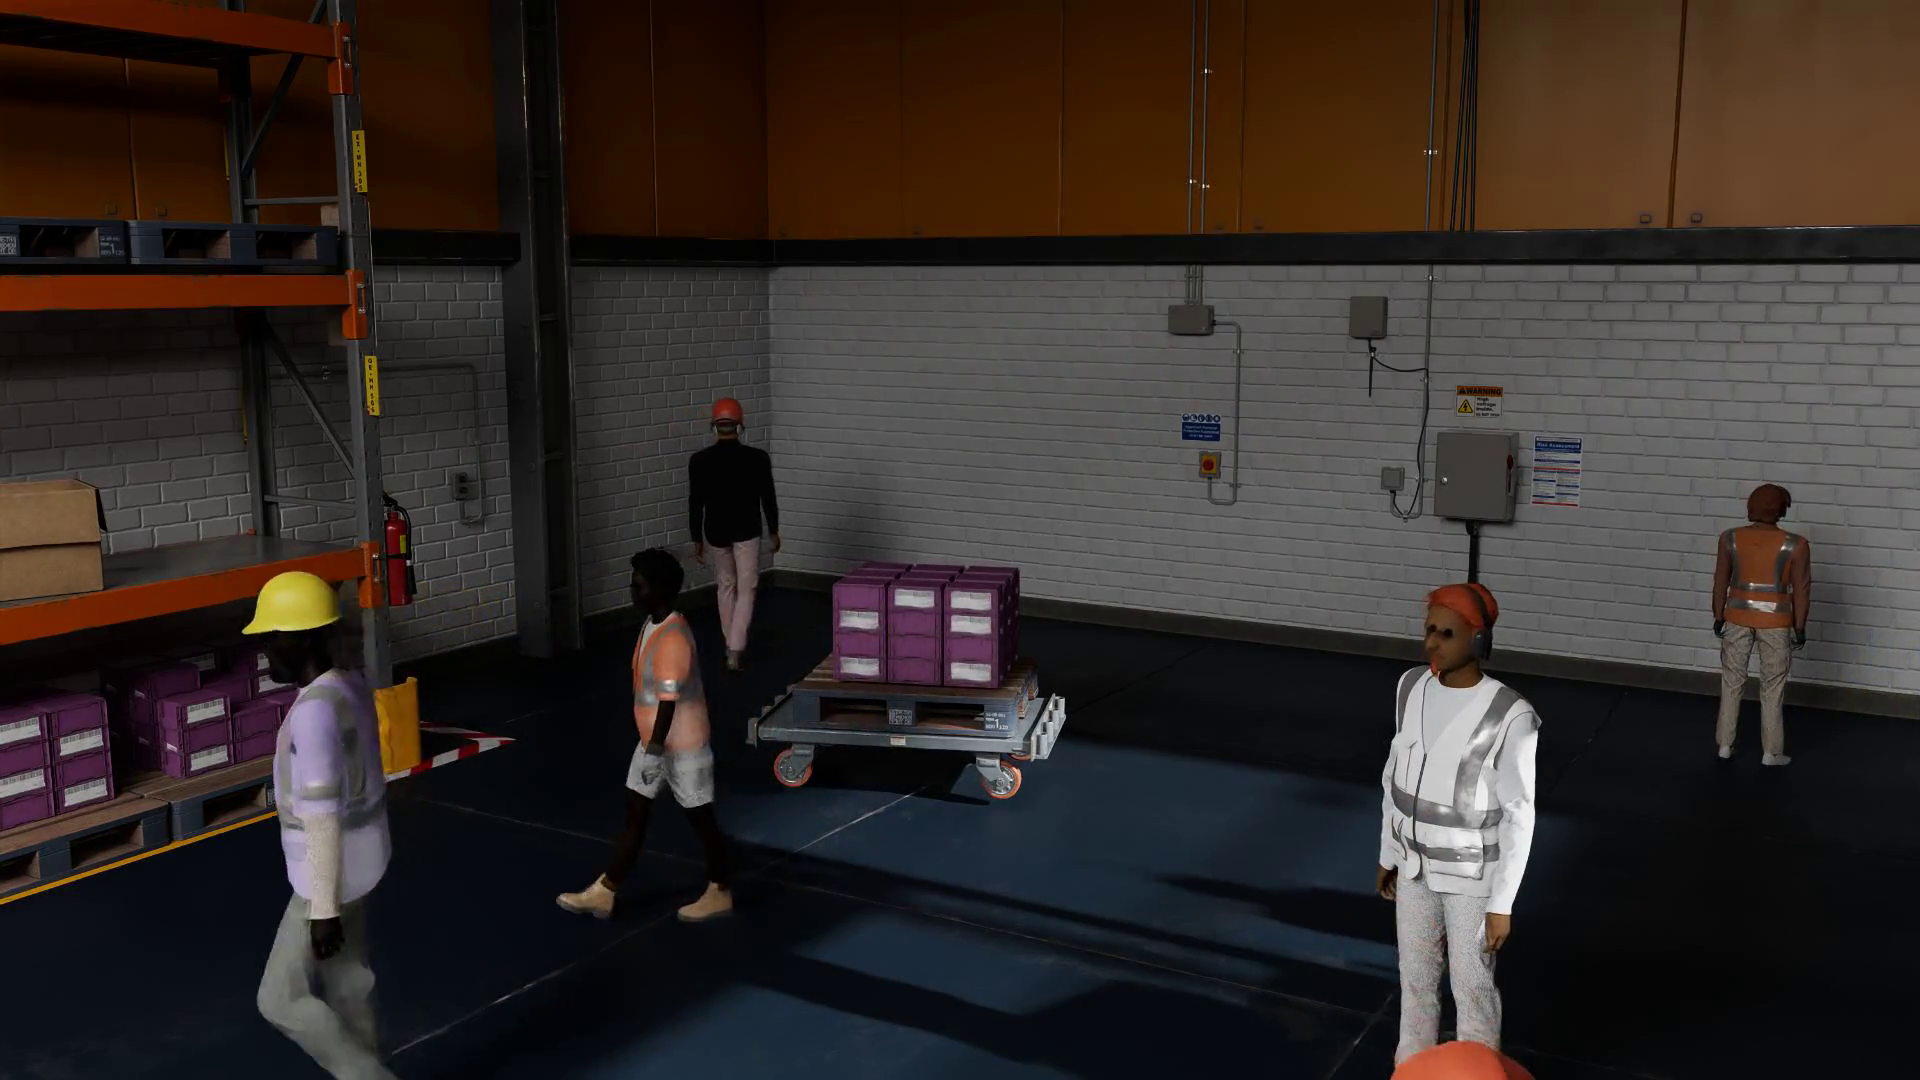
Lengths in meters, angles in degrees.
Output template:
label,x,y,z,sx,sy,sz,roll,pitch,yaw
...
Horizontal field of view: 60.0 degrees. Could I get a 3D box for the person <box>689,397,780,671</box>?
label,x,y,z,sx,sy,sz,roll,pitch,yaw
person,-1.636,-0.054,12.022,0.624,1.959,0.938,2,9,9

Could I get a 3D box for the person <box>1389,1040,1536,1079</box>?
label,x,y,z,sx,sy,sz,roll,pitch,yaw
person,0.596,1.552,2.174,0.552,1.924,0.678,2,9,12

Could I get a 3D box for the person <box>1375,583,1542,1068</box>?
label,x,y,z,sx,sy,sz,roll,pitch,yaw
person,1.544,1.062,5.287,0.356,1.884,0.574,-5,11,-30

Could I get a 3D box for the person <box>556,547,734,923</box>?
label,x,y,z,sx,sy,sz,roll,pitch,yaw
person,-1.363,0.868,7.153,0.819,1.656,0.557,-4,10,-21

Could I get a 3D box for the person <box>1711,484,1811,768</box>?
label,x,y,z,sx,sy,sz,roll,pitch,yaw
person,4.612,0.493,9.604,0.523,1.636,0.310,8,12,41

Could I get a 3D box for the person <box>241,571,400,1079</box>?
label,x,y,z,sx,sy,sz,roll,pitch,yaw
person,-2.031,1.045,5.286,0.415,1.911,0.619,-2,9,-11
